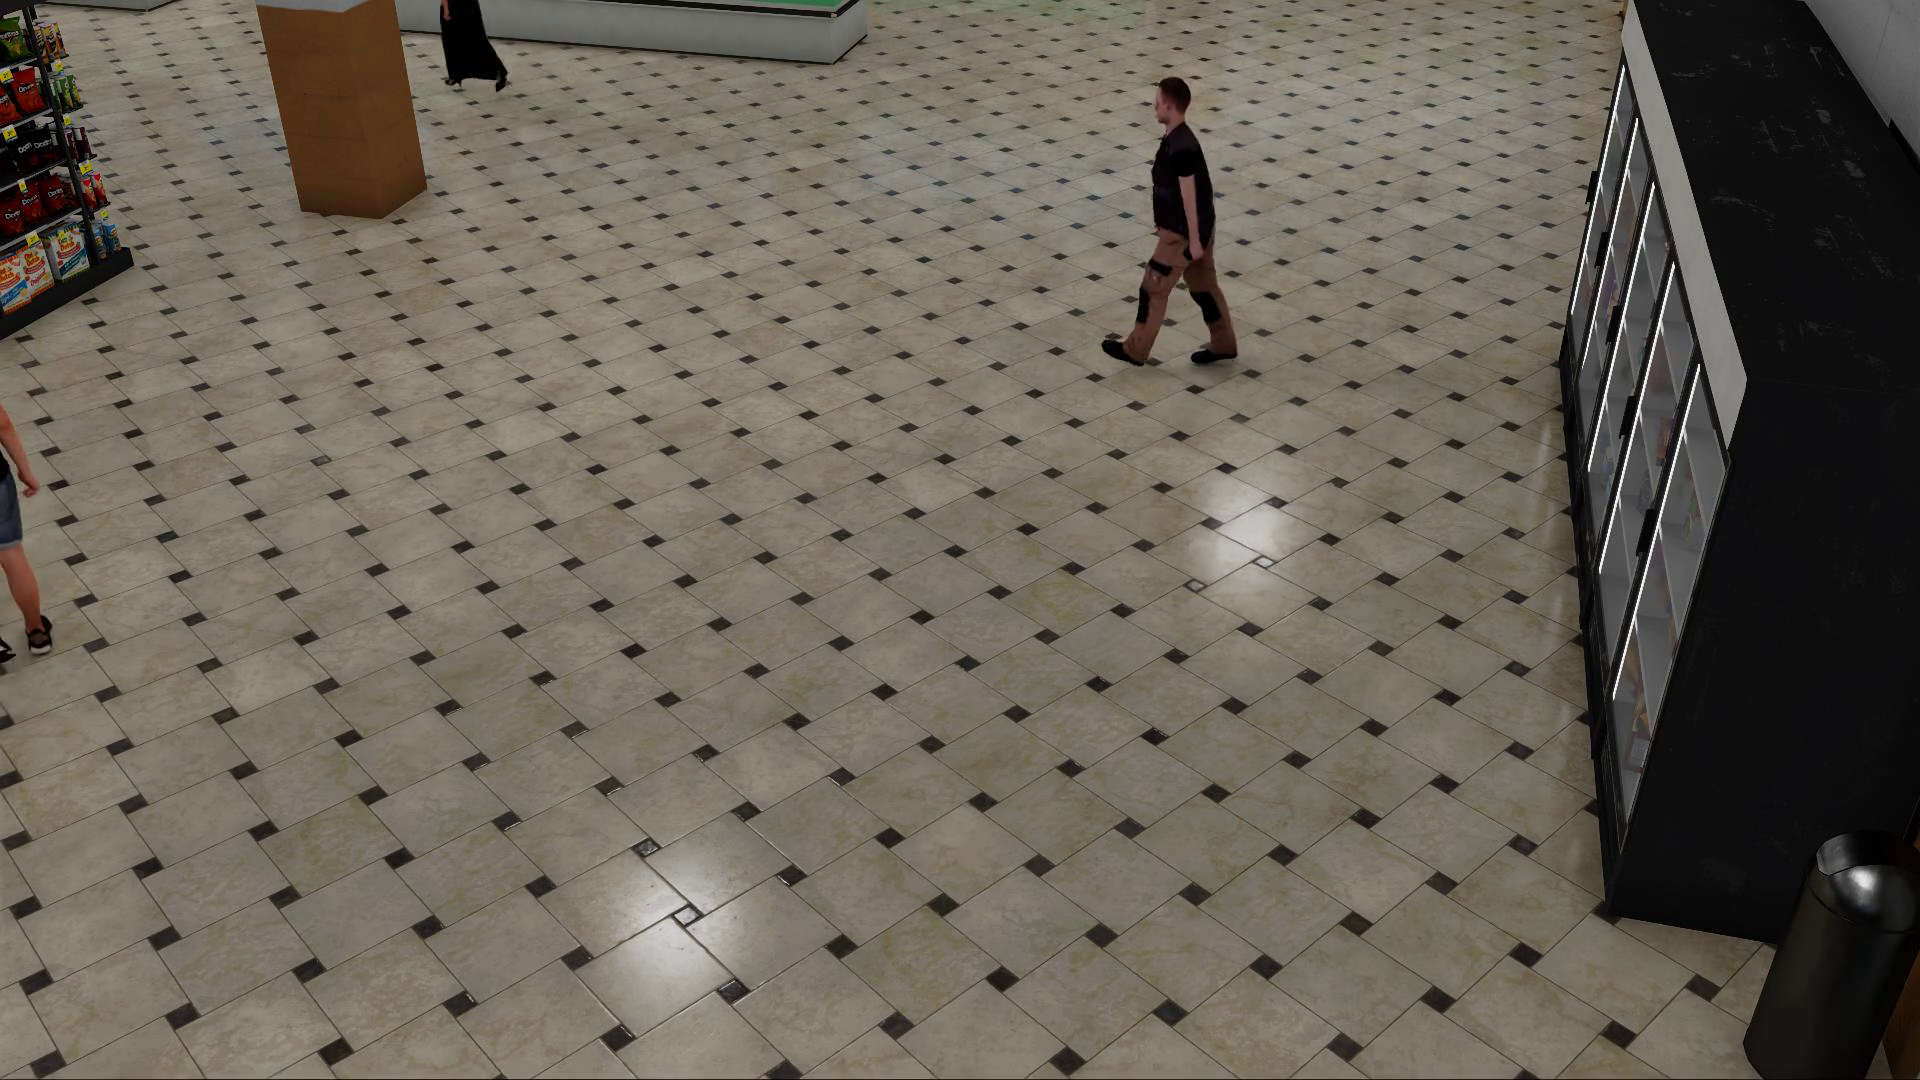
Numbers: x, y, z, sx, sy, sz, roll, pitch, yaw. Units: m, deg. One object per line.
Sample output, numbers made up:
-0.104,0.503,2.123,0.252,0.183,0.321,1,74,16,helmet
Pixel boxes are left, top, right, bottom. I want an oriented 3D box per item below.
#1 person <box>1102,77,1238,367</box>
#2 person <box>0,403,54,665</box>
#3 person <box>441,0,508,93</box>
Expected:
1.460,-1.855,10.042,1.106,1.795,0.763,1,32,2,person
-4.423,-0.202,7.346,0.963,1.836,1.015,-13,34,-20,person
-4.438,-4.796,14.981,1.088,1.570,0.826,22,38,31,person
